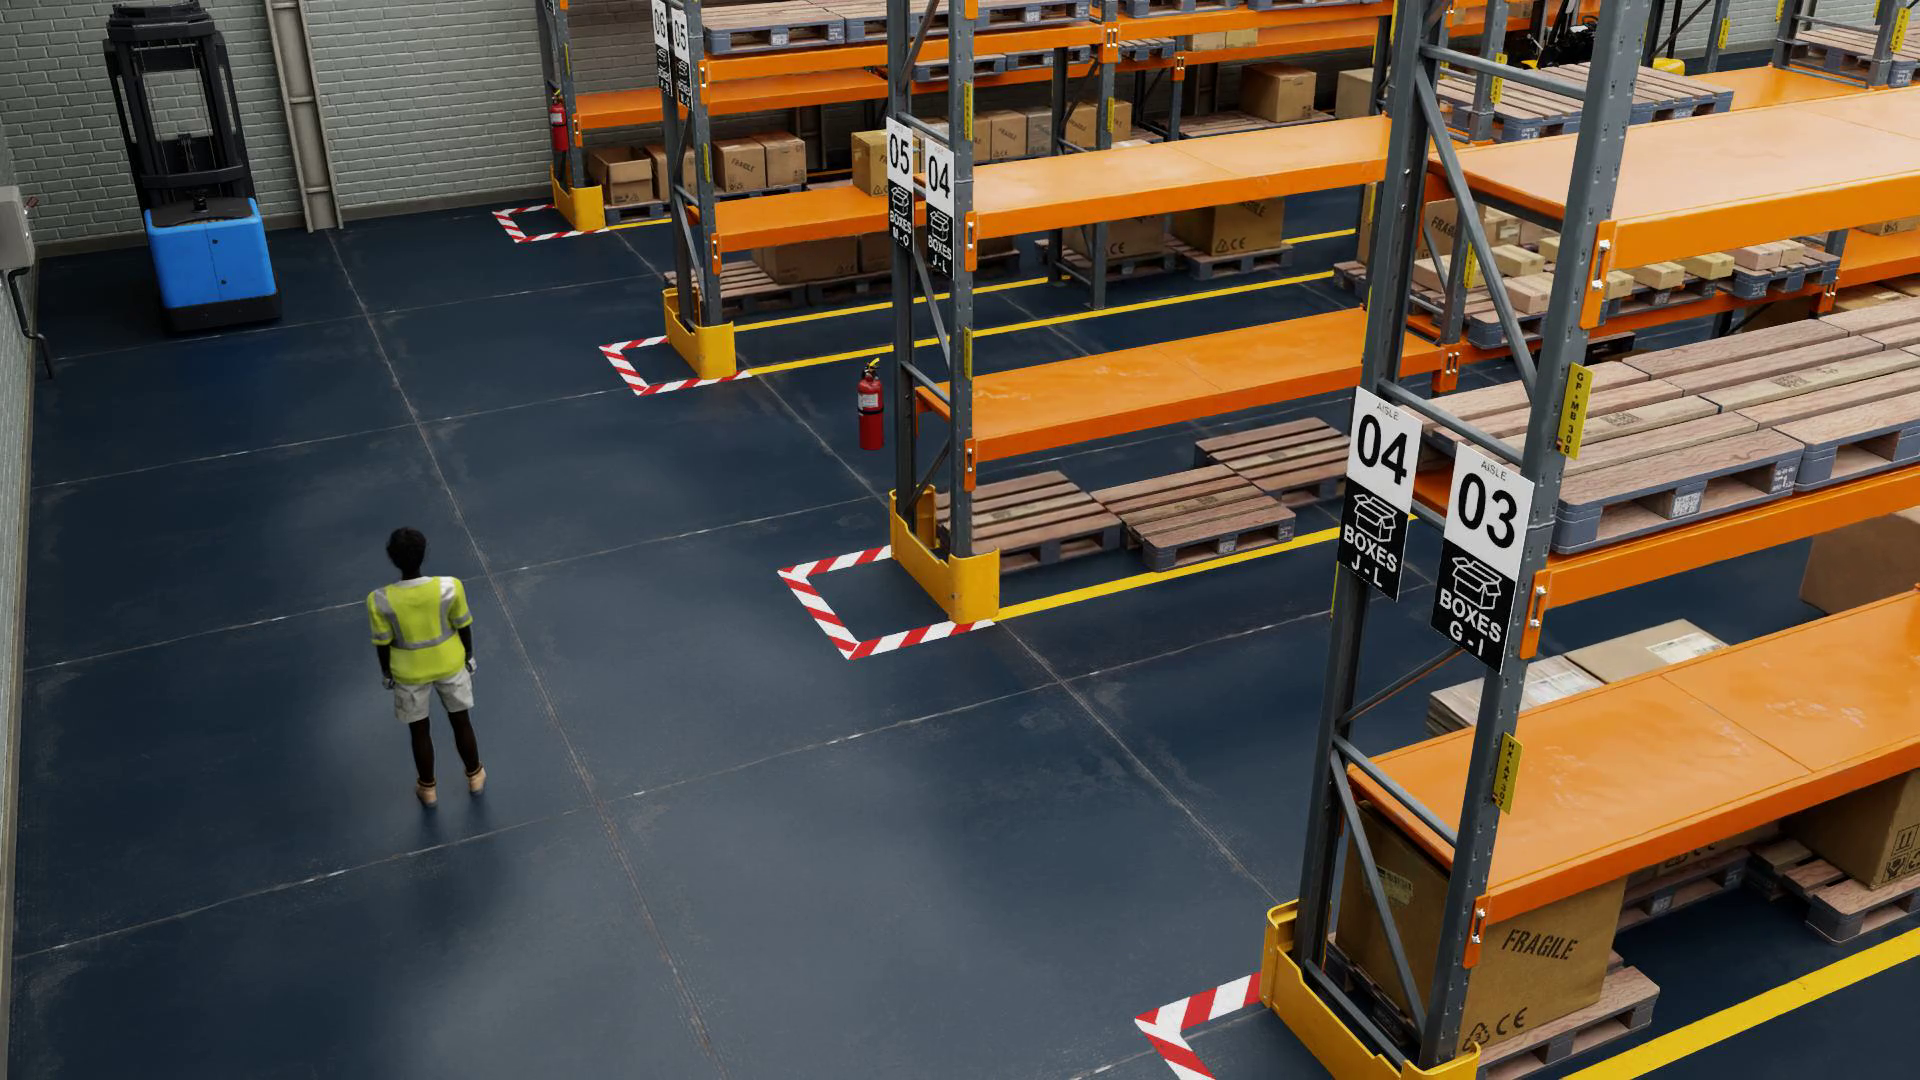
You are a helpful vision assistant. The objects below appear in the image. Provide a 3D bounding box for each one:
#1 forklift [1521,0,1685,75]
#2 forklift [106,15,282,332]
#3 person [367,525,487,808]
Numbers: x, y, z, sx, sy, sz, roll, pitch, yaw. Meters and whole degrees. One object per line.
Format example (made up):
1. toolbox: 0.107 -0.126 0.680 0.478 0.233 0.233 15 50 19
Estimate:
1. forklift: 8.950 -6.807 23.056 1.214 2.155 2.313 -12 30 -22
2. forklift: -7.548 -3.672 16.323 1.129 2.768 1.873 -12 30 -22
3. person: -2.942 0.702 9.202 0.539 1.698 0.317 -11 30 -21
